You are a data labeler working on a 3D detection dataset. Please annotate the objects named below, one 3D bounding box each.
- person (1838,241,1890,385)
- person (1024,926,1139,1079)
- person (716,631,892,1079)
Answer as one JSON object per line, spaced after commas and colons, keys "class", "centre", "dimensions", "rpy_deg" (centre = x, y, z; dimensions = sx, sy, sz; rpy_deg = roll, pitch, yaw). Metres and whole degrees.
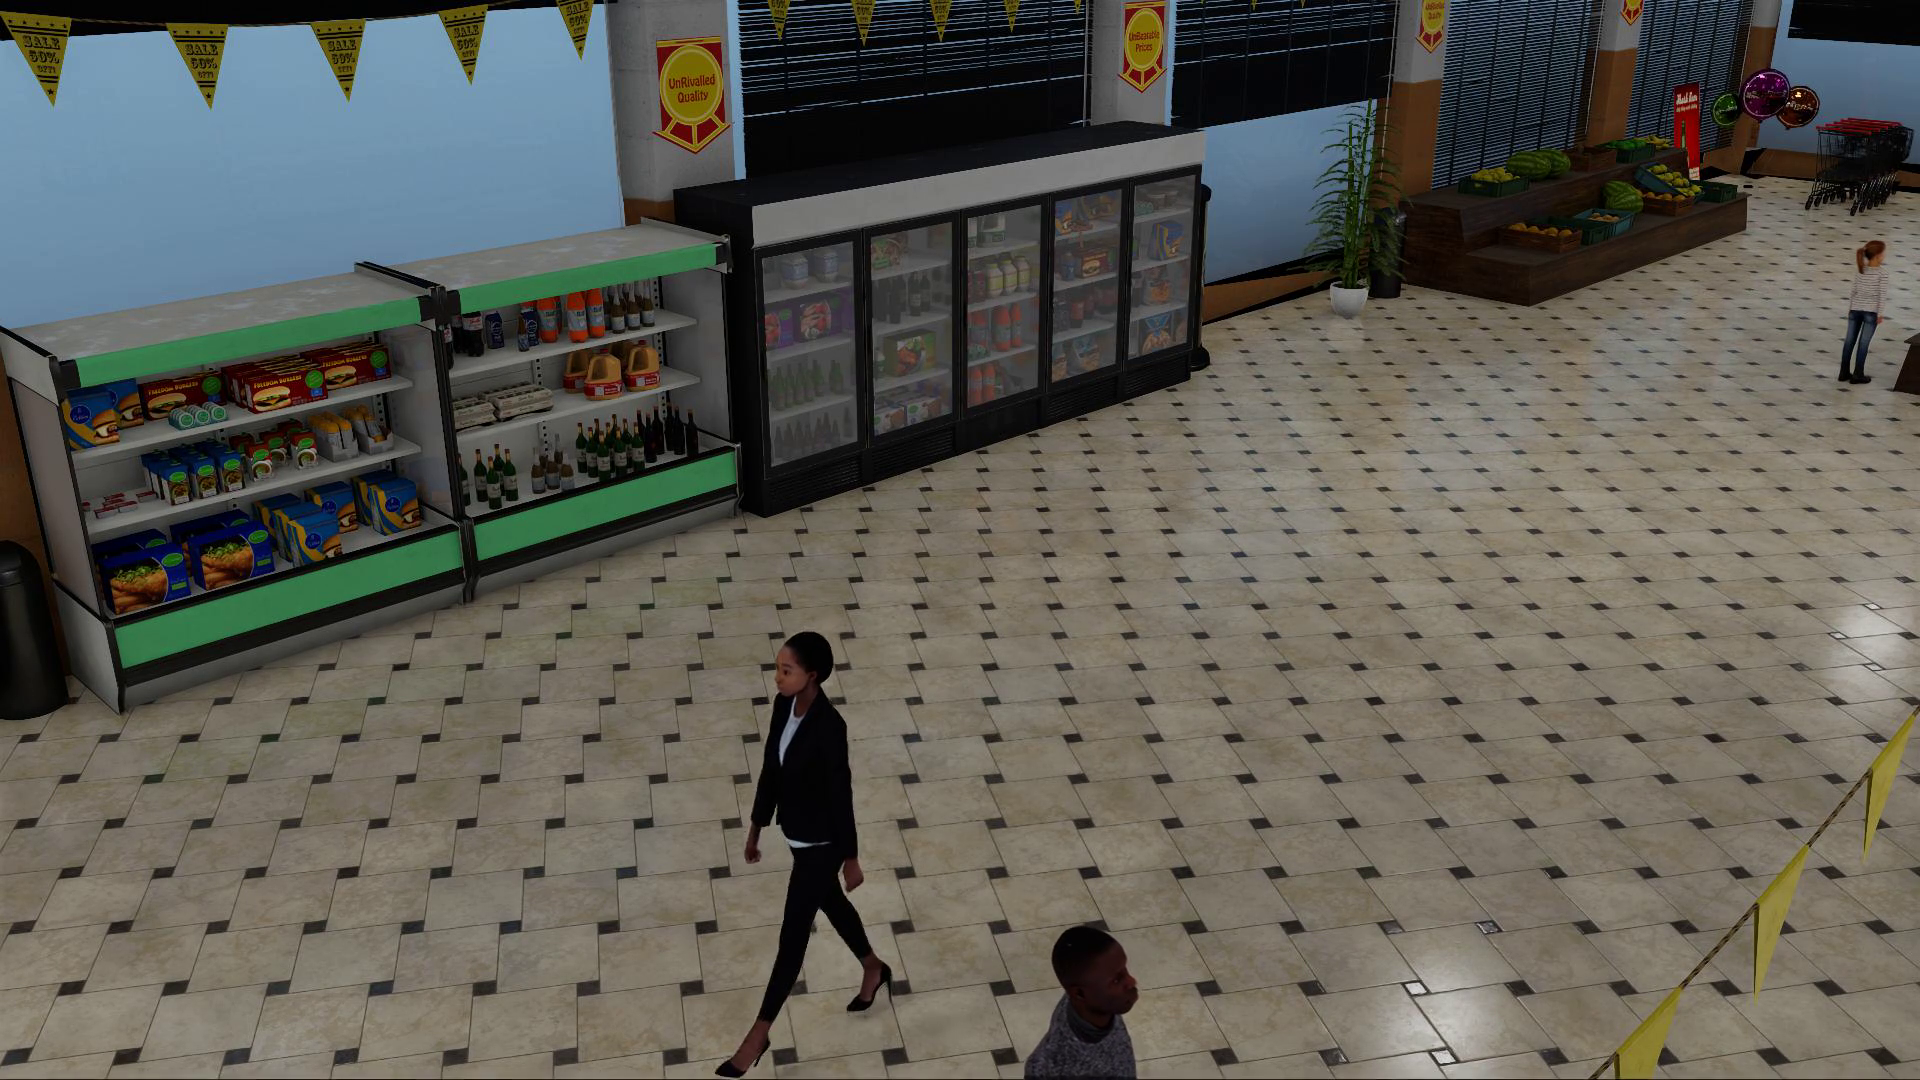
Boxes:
{"class": "person", "centre": [8.333, -2.100, 15.337], "dimensions": [0.511, 1.313, 0.505], "rpy_deg": [-13, 25, -30]}
{"class": "person", "centre": [0.321, 1.881, 4.725], "dimensions": [0.815, 1.838, 0.671], "rpy_deg": [6, 23, 15]}
{"class": "person", "centre": [-0.501, 1.191, 6.515], "dimensions": [1.147, 1.784, 0.767], "rpy_deg": [-14, 26, -32]}
